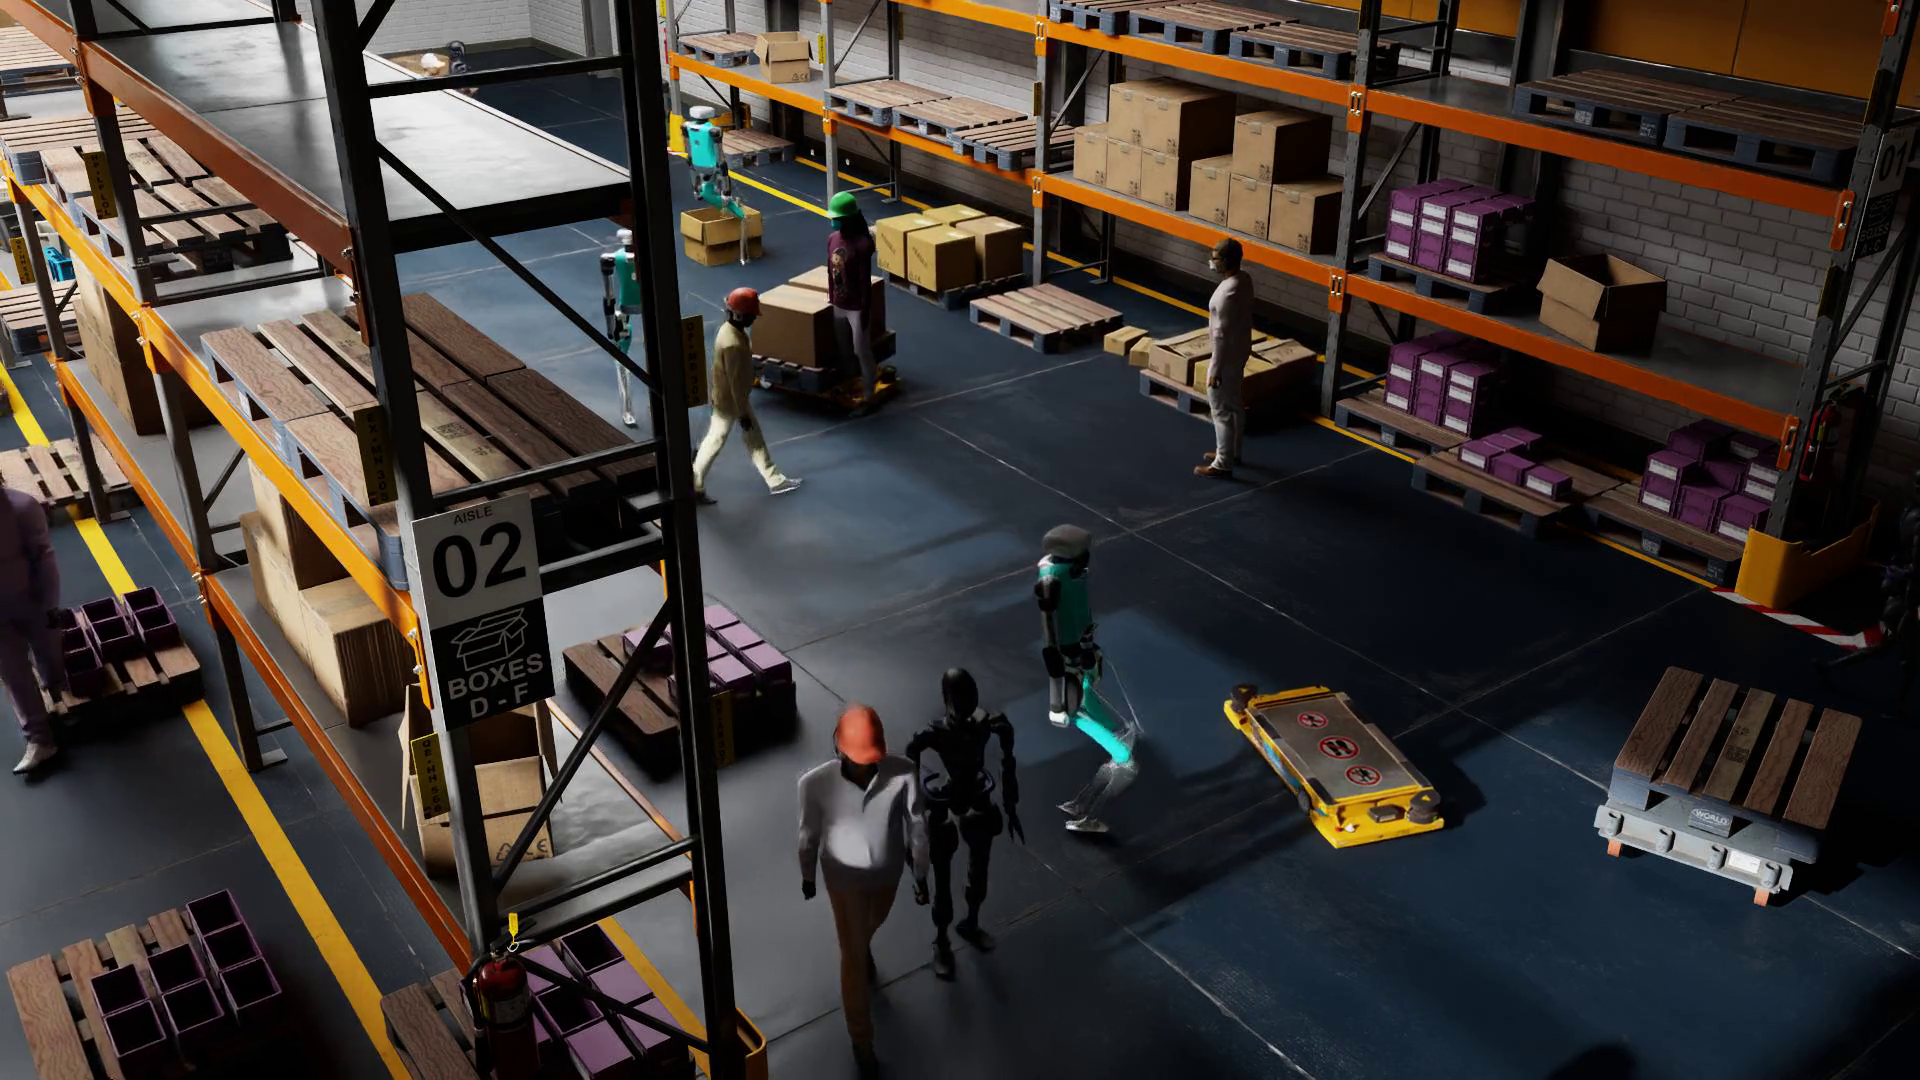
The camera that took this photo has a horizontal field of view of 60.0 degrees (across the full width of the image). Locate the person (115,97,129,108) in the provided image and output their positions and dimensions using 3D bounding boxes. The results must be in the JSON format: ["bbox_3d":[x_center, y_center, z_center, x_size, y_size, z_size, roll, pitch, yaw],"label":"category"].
[{"bbox_3d":[-10.672,-5.503,21.015,0.619,1.993,0.378,5,27,9],"label":"person"}]

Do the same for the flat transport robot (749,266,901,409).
[{"bbox_3d":[-1.305,-1.490,14.950,1.431,0.231,0.659,15,31,28],"label":"flat transport robot"}]

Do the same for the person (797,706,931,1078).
[{"bbox_3d":[-0.435,1.447,7.505,0.571,1.706,0.898,-9,28,-18],"label":"person"}]

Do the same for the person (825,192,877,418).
[{"bbox_3d":[-0.926,-2.001,14.113,0.481,1.944,0.432,21,33,35],"label":"person"}]

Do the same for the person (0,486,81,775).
[{"bbox_3d":[-5.423,0.387,9.463,0.626,1.841,0.869,-11,29,-21],"label":"person"}]

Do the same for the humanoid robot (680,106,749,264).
[{"bbox_3d":[-2.573,-3.842,18.008,0.531,1.791,0.794,16,31,29],"label":"humanoid robot"}]

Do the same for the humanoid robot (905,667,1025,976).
[{"bbox_3d":[0.015,1.296,7.841,0.590,1.647,0.424,-10,28,-19],"label":"humanoid robot"}]

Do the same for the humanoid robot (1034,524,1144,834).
[{"bbox_3d":[0.761,0.798,8.764,0.759,1.769,0.552,11,29,21],"label":"humanoid robot"}]

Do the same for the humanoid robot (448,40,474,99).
[{"bbox_3d":[-6.582,-5.721,21.848,0.754,1.634,0.602,-15,30,-27],"label":"humanoid robot"}]

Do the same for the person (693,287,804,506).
[{"bbox_3d":[-1.699,-1.079,12.551,0.931,1.684,0.616,-1,27,-2],"label":"person"}]

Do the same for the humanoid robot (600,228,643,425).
[{"bbox_3d":[-2.727,-1.810,13.943,0.533,1.766,0.736,-9,28,-17],"label":"humanoid robot"}]

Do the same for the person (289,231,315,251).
[{"bbox_3d":[-5.771,-2.228,14.927,0.481,1.615,0.532,6,27,11],"label":"person"}]

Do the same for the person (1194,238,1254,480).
[{"bbox_3d":[2.077,-1.407,12.944,0.366,1.932,0.633,11,29,20],"label":"person"}]

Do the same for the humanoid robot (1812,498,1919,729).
[{"bbox_3d":[5.559,0.300,9.861,0.693,1.647,0.591,17,31,31],"label":"humanoid robot"}]

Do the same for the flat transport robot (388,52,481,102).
[{"bbox_3d":[-7.723,-6.163,24.246,0.659,0.231,1.431,1,27,2],"label":"flat transport robot"}]

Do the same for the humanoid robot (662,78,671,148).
[{"bbox_3d":[-3.861,-4.963,20.271,0.535,1.768,1.000,-11,29,-22],"label":"humanoid robot"}]

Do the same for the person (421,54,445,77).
[{"bbox_3d":[-6.555,-5.222,20.780,0.967,1.700,0.707,1,27,3],"label":"person"}]

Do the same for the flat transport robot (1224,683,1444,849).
[{"bbox_3d":[2.113,1.238,9.526,0.659,0.231,1.431,-8,28,-15],"label":"flat transport robot"}]
